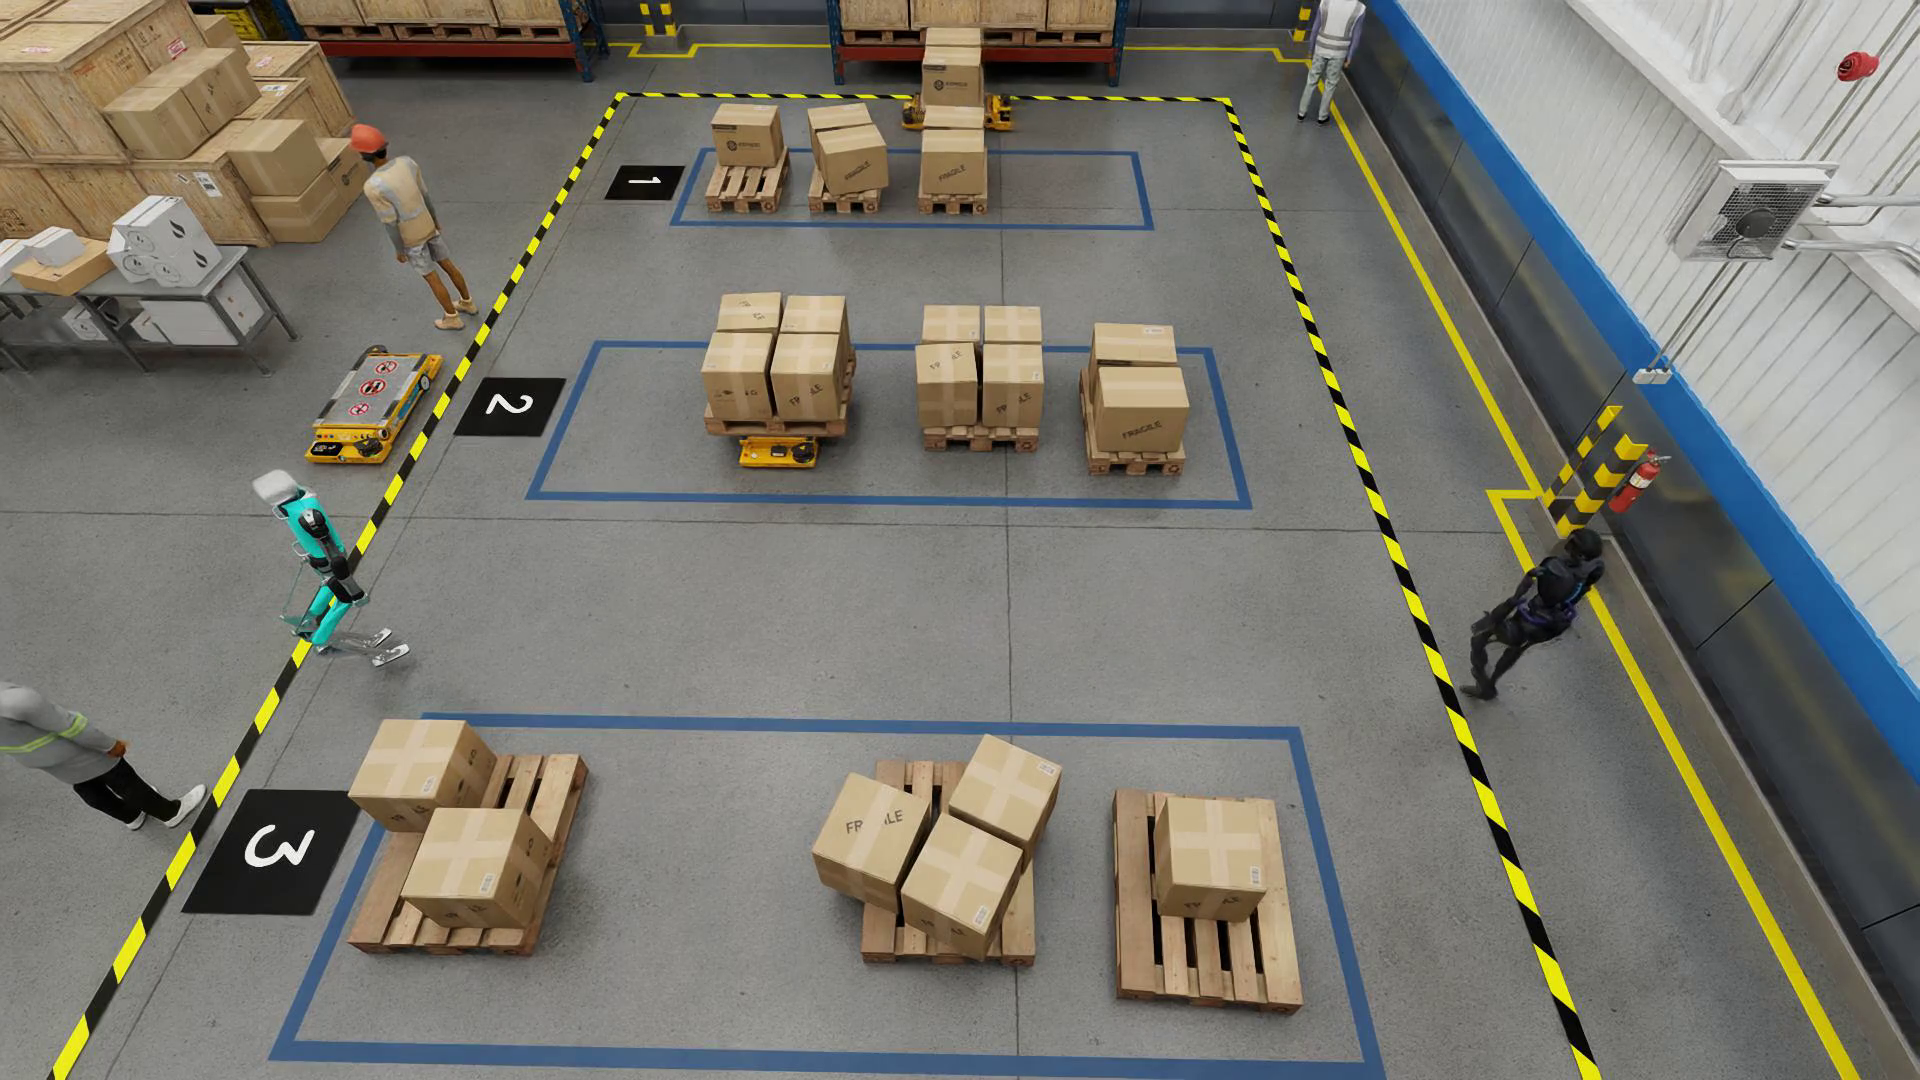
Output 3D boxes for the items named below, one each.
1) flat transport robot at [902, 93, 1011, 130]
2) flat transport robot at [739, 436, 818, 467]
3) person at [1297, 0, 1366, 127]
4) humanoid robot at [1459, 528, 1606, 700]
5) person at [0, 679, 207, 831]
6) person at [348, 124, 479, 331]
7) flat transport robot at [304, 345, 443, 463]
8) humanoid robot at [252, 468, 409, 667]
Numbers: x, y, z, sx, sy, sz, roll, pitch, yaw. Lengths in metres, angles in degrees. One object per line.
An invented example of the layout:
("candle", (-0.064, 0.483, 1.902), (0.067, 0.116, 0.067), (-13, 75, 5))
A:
("flat transport robot", (-0.043, -5.705, 12.176), (1.431, 0.197, 0.652), (1, 50, 1))
("flat transport robot", (-1.582, -1.235, 8.394), (0.652, 0.197, 1.431), (1, 50, 1))
("person", (4.701, -6.197, 11.585), (0.599, 1.832, 0.404), (23, 53, 18))
("humanoid robot", (3.751, 0.526, 5.995), (0.602, 1.644, 0.383), (-6, 50, -5))
("person", (-5.235, 1.162, 5.347), (0.597, 1.850, 0.395), (0, 50, 0))
("person", (-5.163, -2.914, 8.673), (0.365, 2.043, 0.607), (12, 51, 10))
("flat transport robot", (-5.383, -1.269, 8.441), (0.659, 0.231, 1.431), (1, 50, 1))
("humanoid robot", (-4.299, 0.306, 6.057), (0.533, 1.677, 0.735), (35, 58, 26))
